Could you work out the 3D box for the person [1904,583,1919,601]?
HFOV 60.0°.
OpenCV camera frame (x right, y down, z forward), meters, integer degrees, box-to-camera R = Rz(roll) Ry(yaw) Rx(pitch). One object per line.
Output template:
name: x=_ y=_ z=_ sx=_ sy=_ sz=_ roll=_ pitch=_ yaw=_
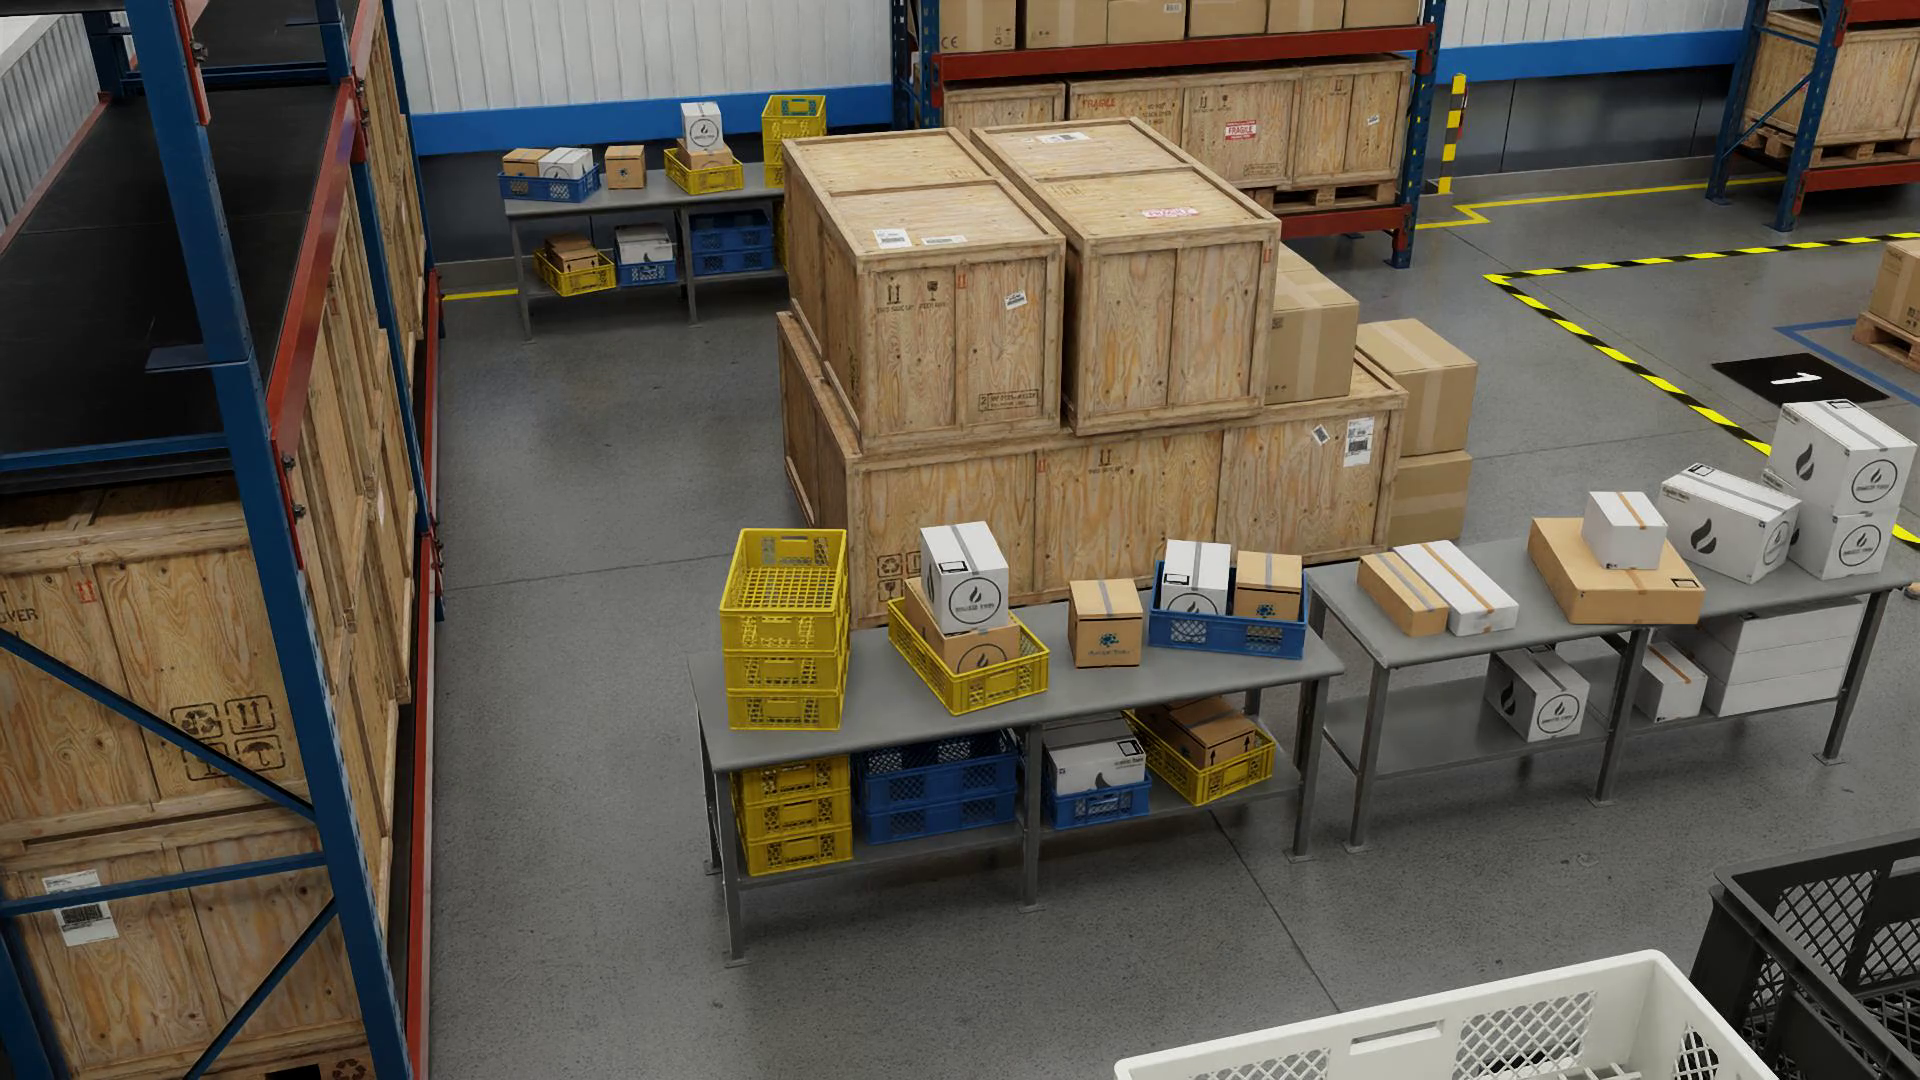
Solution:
person: x=5.192 y=-0.497 z=8.181 sx=0.365 sy=2.046 sz=0.607 roll=0 pitch=29 yaw=-1
